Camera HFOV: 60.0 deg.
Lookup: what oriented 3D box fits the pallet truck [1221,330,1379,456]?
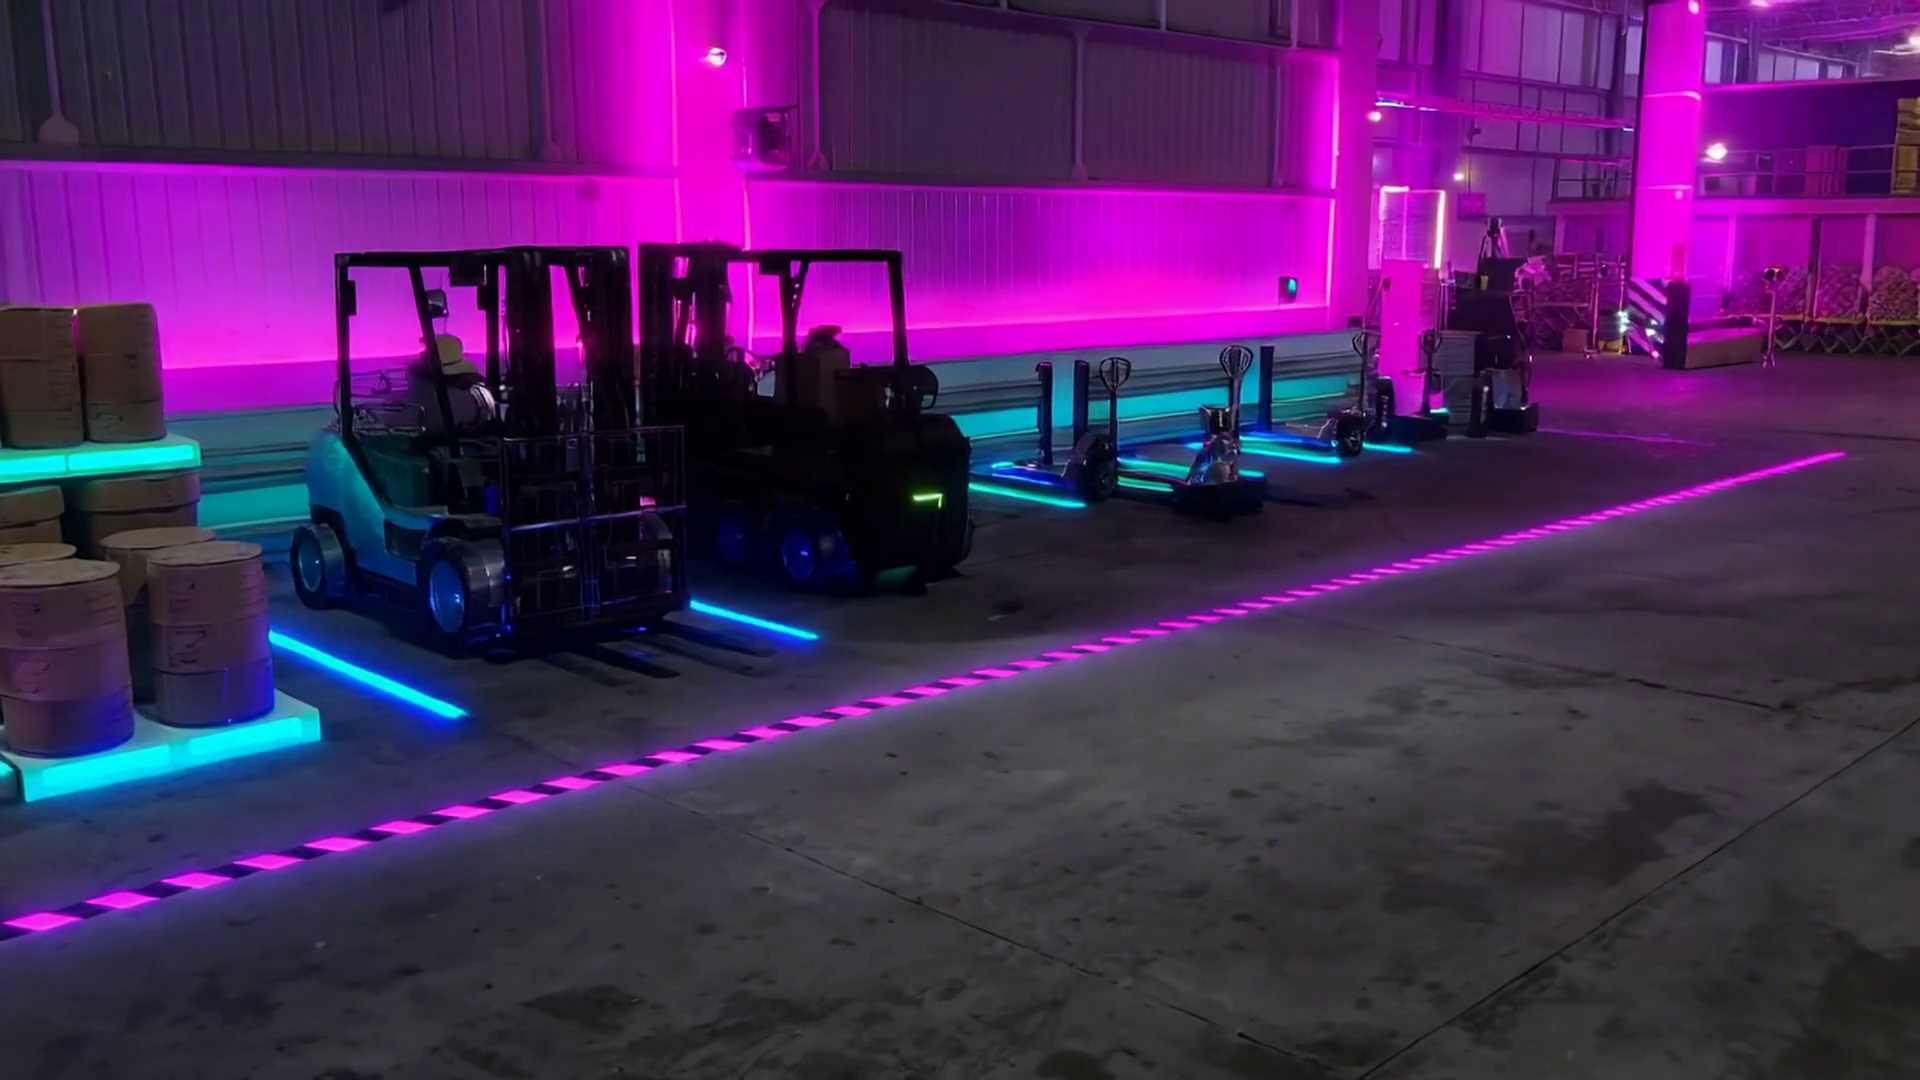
[{"bbox_3d":[3.563,-1.581,17.381,0.653,1.274,1.630,-10,14,-44],"label":"pallet truck"}]

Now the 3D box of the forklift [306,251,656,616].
[{"bbox_3d":[-2.833,-0.669,9.694,1.157,1.987,2.680,-10,14,-44],"label":"forklift"}]

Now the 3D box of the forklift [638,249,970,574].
[{"bbox_3d":[-1.173,-0.958,11.239,2.680,1.987,1.157,10,14,43],"label":"forklift"}]

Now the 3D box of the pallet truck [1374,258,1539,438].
[{"bbox_3d":[5.704,-2.208,18.901,1.885,1.965,0.823,10,14,43],"label":"pallet truck"}]

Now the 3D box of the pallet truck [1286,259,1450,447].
[{"bbox_3d":[4.493,-2.078,18.196,0.823,1.965,1.885,-9,14,-40],"label":"pallet truck"}]

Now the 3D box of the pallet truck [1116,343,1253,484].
[{"bbox_3d":[1.962,-1.215,15.415,1.522,1.261,0.704,10,14,43],"label":"pallet truck"}]

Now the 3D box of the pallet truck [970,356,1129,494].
[{"bbox_3d":[0.784,-1.085,14.876,0.680,1.201,1.601,-10,14,-44],"label":"pallet truck"}]
